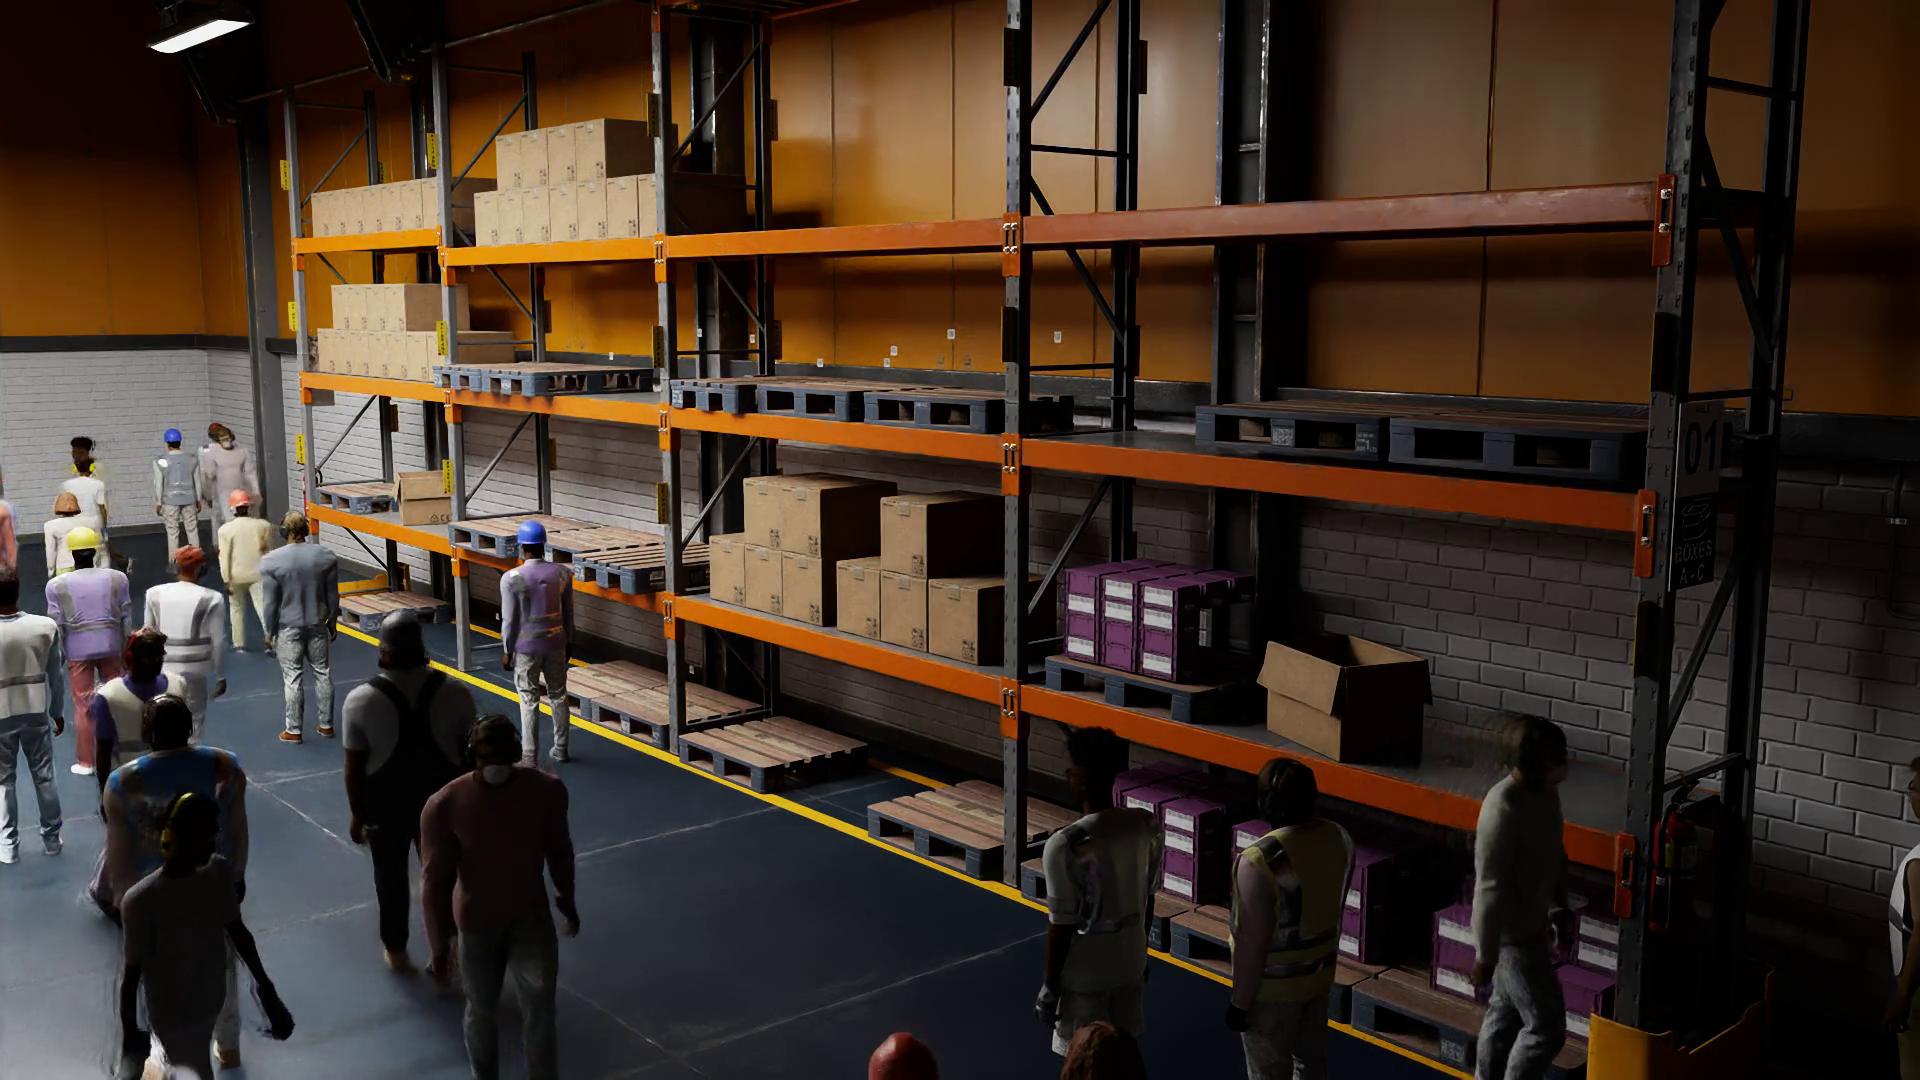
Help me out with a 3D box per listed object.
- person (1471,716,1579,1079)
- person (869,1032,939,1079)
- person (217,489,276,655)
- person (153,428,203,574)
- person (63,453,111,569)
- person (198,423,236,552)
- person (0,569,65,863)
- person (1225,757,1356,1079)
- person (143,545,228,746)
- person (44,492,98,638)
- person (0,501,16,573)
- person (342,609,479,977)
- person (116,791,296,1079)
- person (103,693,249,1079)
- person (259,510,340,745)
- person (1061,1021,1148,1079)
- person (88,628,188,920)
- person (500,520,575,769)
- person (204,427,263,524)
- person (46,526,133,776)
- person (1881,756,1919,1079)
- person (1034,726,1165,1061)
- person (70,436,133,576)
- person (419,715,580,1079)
[{"bbox_3d":[2.449,1.689,7.053,0.596,1.922,0.630,5,10,33],"label":"person"},{"bbox_3d":[-0.127,2.161,4.498,0.573,1.692,0.912,-1,8,-7],"label":"person"},{"bbox_3d":[-7.317,0.335,17.101,0.567,1.728,0.780,-8,11,-42],"label":"person"},{"bbox_3d":[-10.467,-0.521,22.283,0.605,1.950,0.381,-7,11,-41],"label":"person"},{"bbox_3d":[-10.379,-0.113,19.817,0.510,1.851,0.567,-1,8,-9],"label":"person"},{"bbox_3d":[-10.785,-0.771,24.251,0.576,1.884,0.355,-7,11,-41],"label":"person"},{"bbox_3d":[-6.149,1.141,10.832,0.593,1.922,0.392,-7,11,-41],"label":"person"},{"bbox_3d":[1.294,1.774,6.704,0.627,1.844,0.429,-7,11,-41],"label":"person"},{"bbox_3d":[-5.693,0.972,12.204,0.628,1.864,0.495,0,8,-1],"label":"person"},{"bbox_3d":[-9.413,0.304,17.643,0.500,1.633,0.286,-7,11,-41],"label":"person"},{"bbox_3d":[-10.164,0.236,17.262,0.650,1.887,0.734,-4,9,-25],"label":"person"},{"bbox_3d":[-2.910,1.358,8.909,0.713,2.000,0.788,-4,9,-27],"label":"person"},{"bbox_3d":[-2.914,1.842,6.392,0.994,1.801,0.518,2,8,14],"label":"person"},{"bbox_3d":[-3.652,1.619,7.781,0.627,1.844,0.429,-7,11,-41],"label":"person"},{"bbox_3d":[-5.436,0.716,13.722,0.632,1.940,0.372,-7,11,-41],"label":"person"},{"bbox_3d":[0.414,2.159,4.743,0.500,1.633,0.286,-7,11,-41],"label":"person"},{"bbox_3d":[-4.730,1.381,9.582,0.825,1.818,0.600,5,9,30],"label":"person"},{"bbox_3d":[-3.295,0.816,12.993,0.605,1.948,0.384,-7,11,-41],"label":"person"},{"bbox_3d":[-10.065,-0.614,23.047,0.541,1.910,0.659,5,10,34],"label":"person"},{"bbox_3d":[-6.686,0.852,12.810,0.587,1.929,0.360,-7,11,-41],"label":"person"},{"bbox_3d":[3.919,1.773,6.683,0.567,1.848,0.389,-7,11,-41],"label":"person"},{"bbox_3d":[0.551,1.710,6.715,0.606,1.967,0.367,-7,11,-41],"label":"person"},{"bbox_3d":[-11.037,-0.369,21.259,0.717,1.945,0.610,-2,8,-12],"label":"person"},{"bbox_3d":[-1.950,1.681,7.150,0.692,1.898,0.897,-4,9,-25],"label":"person"}]
